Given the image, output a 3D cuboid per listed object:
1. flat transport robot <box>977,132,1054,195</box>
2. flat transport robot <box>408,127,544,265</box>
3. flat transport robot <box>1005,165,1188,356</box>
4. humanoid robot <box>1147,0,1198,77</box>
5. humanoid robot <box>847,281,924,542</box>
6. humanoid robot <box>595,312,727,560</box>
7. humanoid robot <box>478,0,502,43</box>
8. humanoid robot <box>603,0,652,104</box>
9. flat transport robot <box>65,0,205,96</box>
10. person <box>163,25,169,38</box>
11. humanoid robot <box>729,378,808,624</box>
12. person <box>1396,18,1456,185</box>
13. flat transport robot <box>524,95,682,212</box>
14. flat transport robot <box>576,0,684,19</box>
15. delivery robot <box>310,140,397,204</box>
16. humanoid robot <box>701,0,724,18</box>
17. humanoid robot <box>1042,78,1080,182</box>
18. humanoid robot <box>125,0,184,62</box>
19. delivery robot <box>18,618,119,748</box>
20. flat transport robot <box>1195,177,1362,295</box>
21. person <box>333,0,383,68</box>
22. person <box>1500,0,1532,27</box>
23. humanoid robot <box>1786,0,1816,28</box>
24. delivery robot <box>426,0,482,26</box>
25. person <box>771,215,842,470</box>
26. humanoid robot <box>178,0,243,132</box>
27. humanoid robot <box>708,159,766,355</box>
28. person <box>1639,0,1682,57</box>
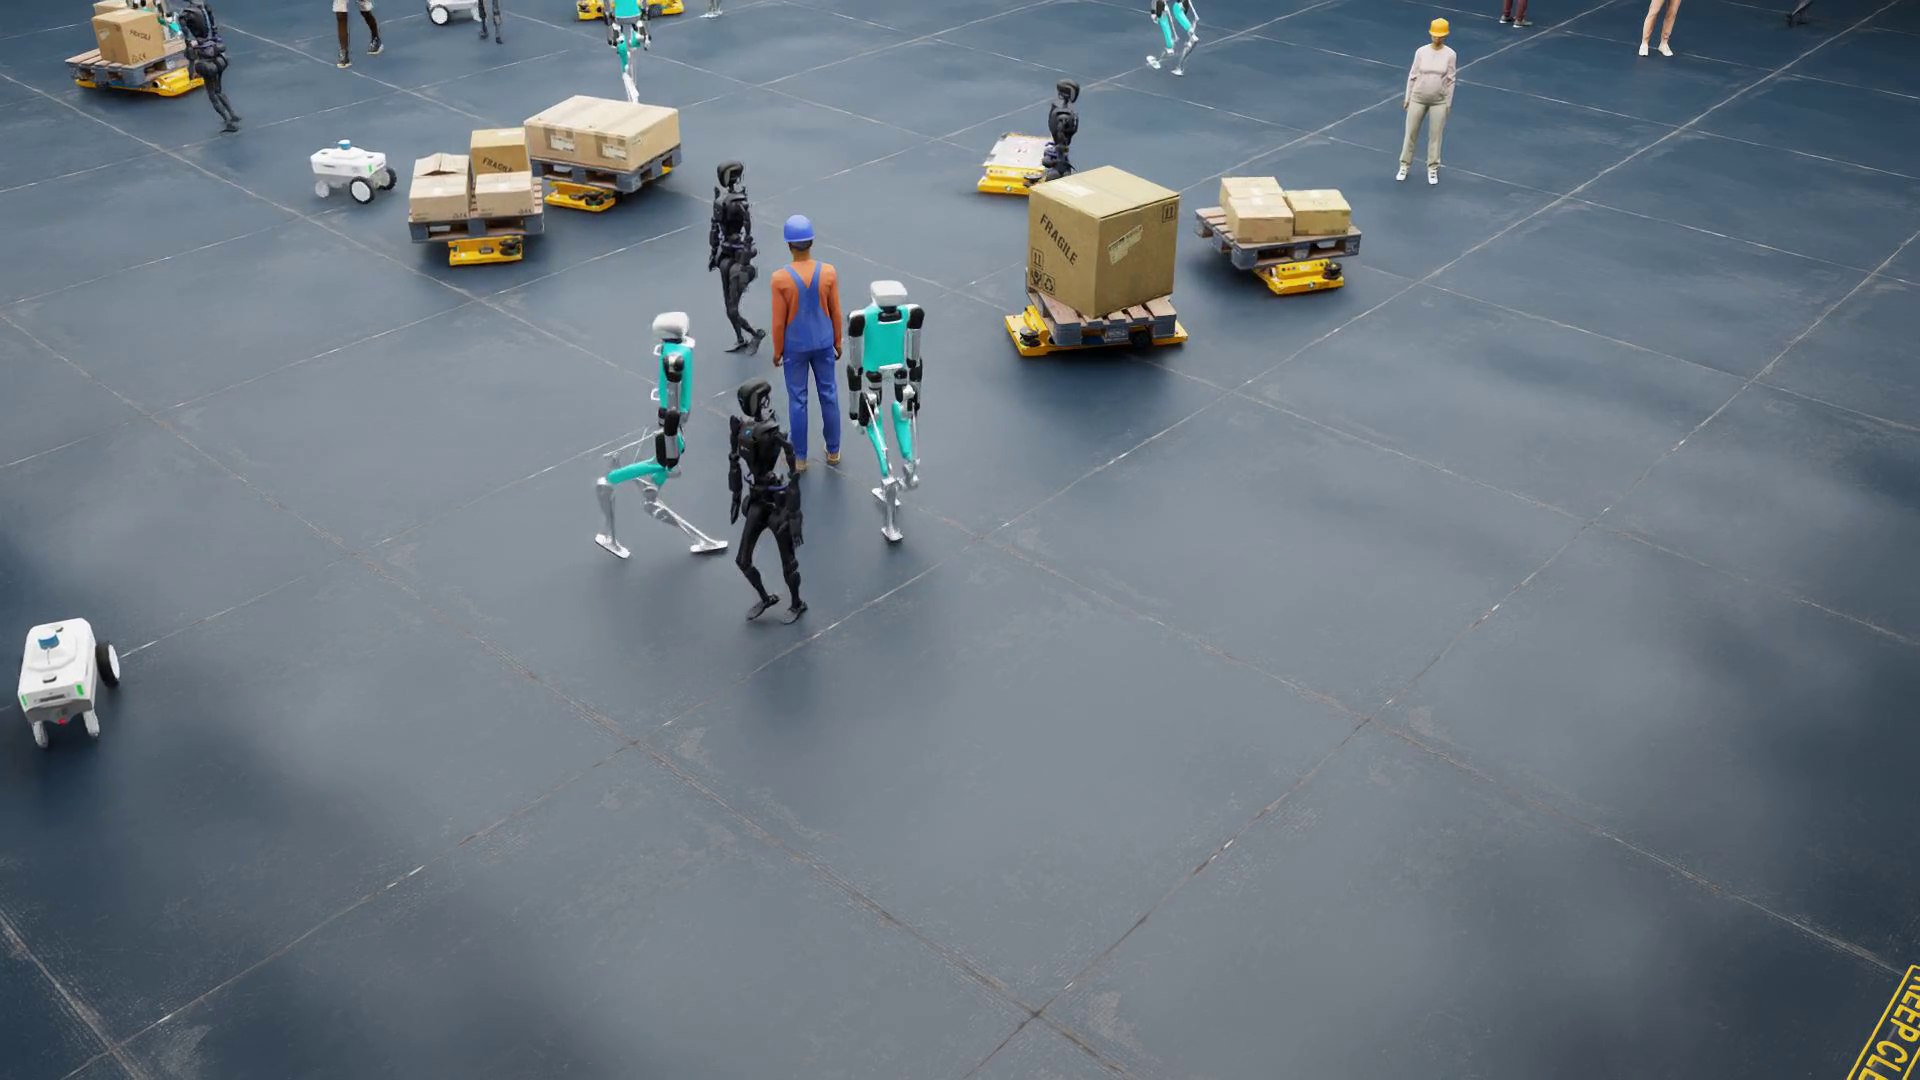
[{"bbox_3d":[0.648,-3.978,17.559,0.659,0.231,1.431,7,32,11],"label":"flat transport robot"},{"bbox_3d":[-4.591,-2.993,15.973,0.659,0.231,1.431,-6,32,-10],"label":"flat transport robot"},{"bbox_3d":[1.146,-1.836,14.111,1.431,0.231,0.659,-6,32,-9],"label":"flat transport robot"},{"bbox_3d":[2.589,-6.402,20.057,0.543,1.731,0.977,-12,34,-18],"label":"humanoid robot"},{"bbox_3d":[-0.414,-0.811,11.081,0.566,1.772,0.893,-14,34,-21],"label":"humanoid robot"},{"bbox_3d":[-2.089,-0.633,10.823,1.045,1.754,0.545,-2,32,-4],"label":"humanoid robot"},{"bbox_3d":[-6.210,-7.361,21.688,0.609,1.629,0.553,-9,33,-15],"label":"humanoid robot"},{"bbox_3d":[-3.891,-5.892,19.308,0.537,1.784,1.020,-11,34,-18],"label":"humanoid robot"},{"bbox_3d":[-9.949,-5.642,20.238,1.431,0.231,0.659,10,33,15],"label":"flat transport robot"},{"bbox_3d":[-10.195,-6.851,20.645,0.707,1.885,0.627,19,36,27],"label":"person"},{"bbox_3d":[-1.166,-0.216,10.171,0.611,1.650,0.386,24,39,33],"label":"humanoid robot"},{"bbox_3d":[4.800,-4.498,17.051,0.470,1.691,0.331,10,33,15],"label":"person"},{"bbox_3d":[-3.613,-3.730,17.160,0.659,0.231,1.431,12,34,19],"label":"flat transport robot"},{"bbox_3d":[-4.605,-7.474,23.189,1.431,0.231,0.659,-8,33,-12],"label":"flat transport robot"},{"bbox_3d":[-6.195,-3.759,16.955,0.815,0.614,0.499,7,33,11],"label":"delivery robot"},{"bbox_3d":[-3.410,-8.023,22.630,0.729,1.727,0.533,19,37,28],"label":"humanoid robot"},{"bbox_3d":[0.924,-3.461,15.394,0.331,1.646,0.589,4,32,6],"label":"humanoid robot"},{"bbox_3d":[-9.696,-6.363,20.103,0.530,1.877,0.767,2,32,3],"label":"humanoid robot"},{"bbox_3d":[-5.201,0.772,9.617,0.499,0.571,0.756,-11,34,-18],"label":"delivery robot"},{"bbox_3d":[2.926,-2.658,15.434,0.659,0.231,1.431,-10,33,-15],"label":"flat transport robot"},{"bbox_3d":[-7.656,-6.962,20.813,0.602,1.917,1.010,3,32,5],"label":"person"},{"bbox_3d":[7.601,-7.821,22.294,0.381,1.806,0.550,-16,35,-24],"label":"person"},{"bbox_3d":[11.344,-7.699,22.235,0.614,1.642,0.607,-15,35,-23],"label":"humanoid robot"},{"bbox_3d":[-6.946,-7.371,22.756,0.779,0.598,0.499,-11,33,-17],"label":"delivery robot"},{"bbox_3d":[-1.085,-1.394,11.848,0.511,1.907,0.363,-10,33,-16],"label":"person"},{"bbox_3d":[-8.330,-5.355,18.453,0.356,1.649,0.593,7,32,11],"label":"humanoid robot"},{"bbox_3d":[-1.853,-2.286,13.497,0.349,1.645,0.587,-23,39,-32],"label":"humanoid robot"},{"bbox_3d":[8.998,-7.067,21.013,0.530,1.871,0.356,1,32,1],"label":"person"}]
